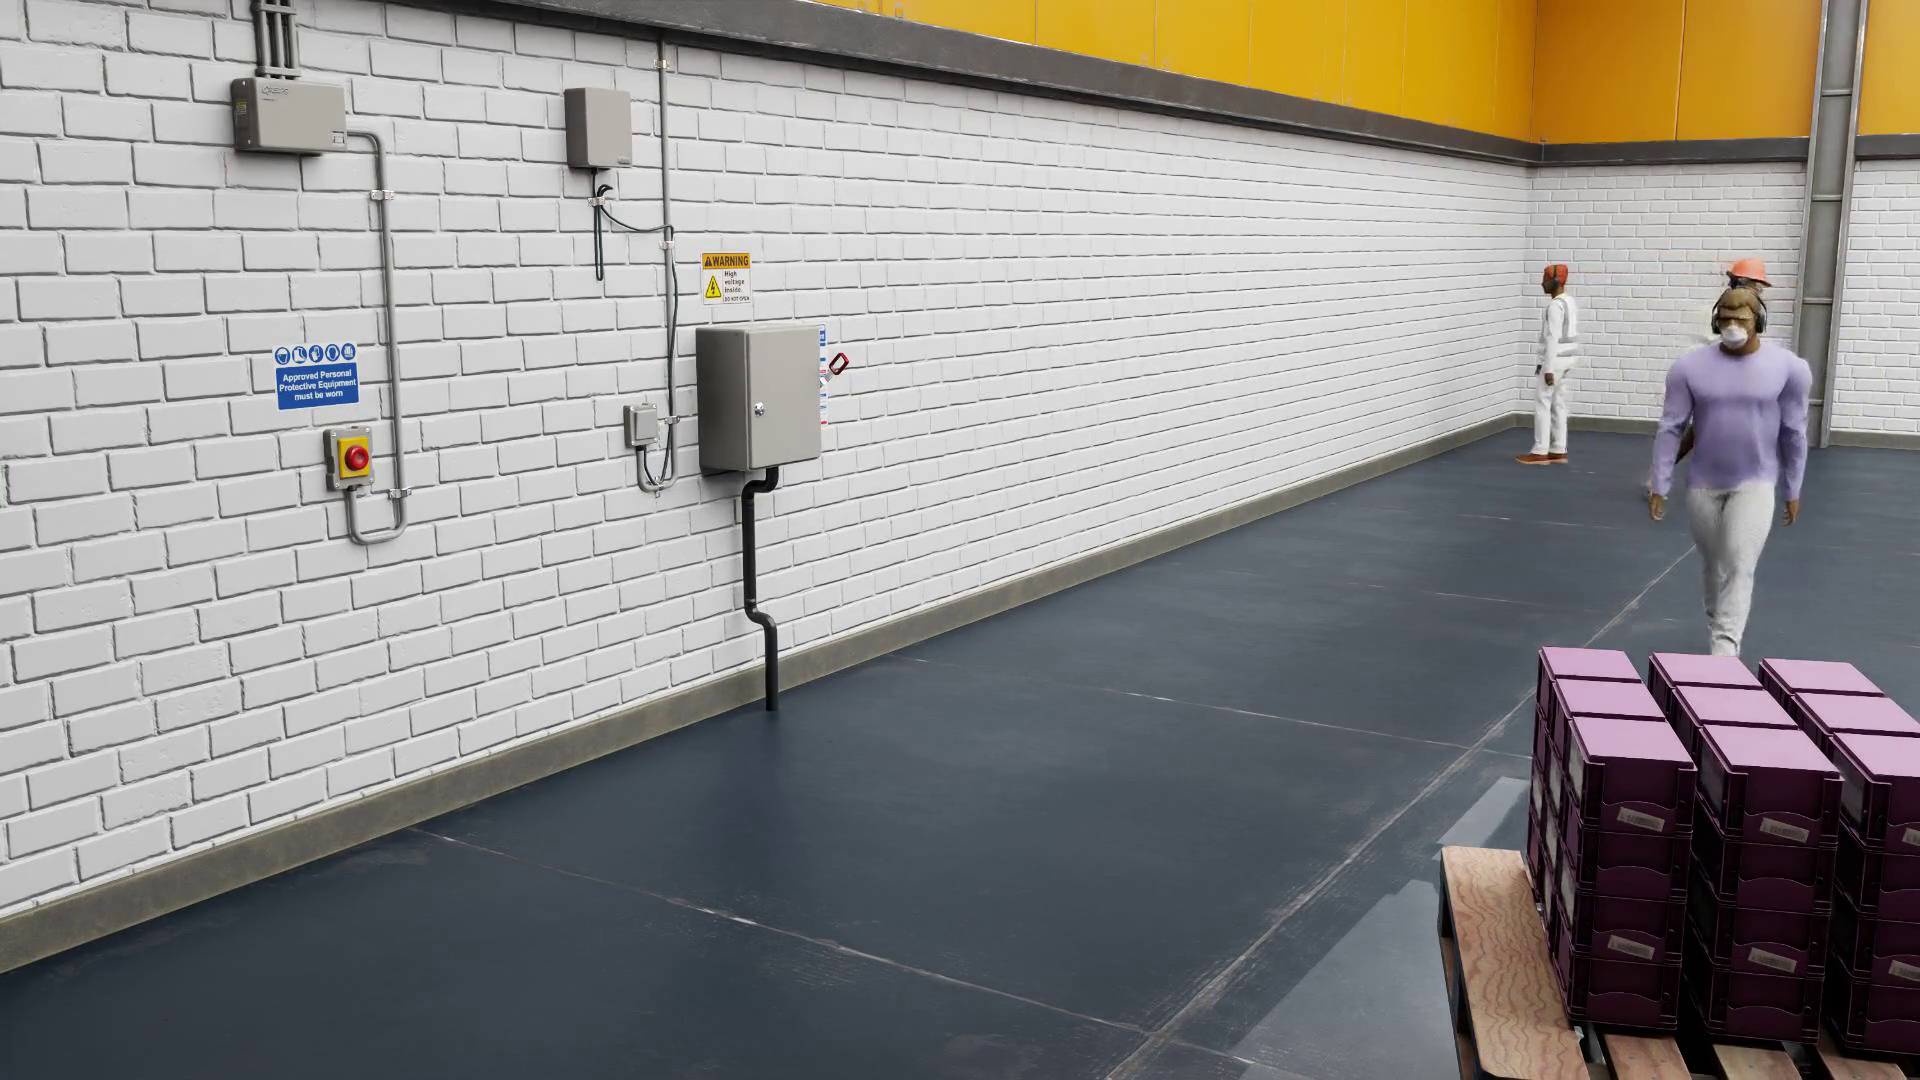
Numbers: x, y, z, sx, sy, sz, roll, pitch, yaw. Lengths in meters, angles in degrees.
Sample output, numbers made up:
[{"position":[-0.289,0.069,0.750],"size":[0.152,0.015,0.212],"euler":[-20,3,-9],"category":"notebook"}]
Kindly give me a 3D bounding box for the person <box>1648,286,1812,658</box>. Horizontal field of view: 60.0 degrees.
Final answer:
[{"position":[3.613,-0.248,7.880],"size":[0.649,1.878,1.052],"euler":[7,12,35],"category":"person"}]

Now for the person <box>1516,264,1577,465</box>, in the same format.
[{"position":[5.545,-1.645,15.615],"size":[0.425,1.877,0.594],"euler":[7,12,34],"category":"person"}]

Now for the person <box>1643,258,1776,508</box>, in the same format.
[{"position":[5.908,-1.228,13.098],"size":[1.010,1.977,0.658],"euler":[8,13,38],"category":"person"}]
